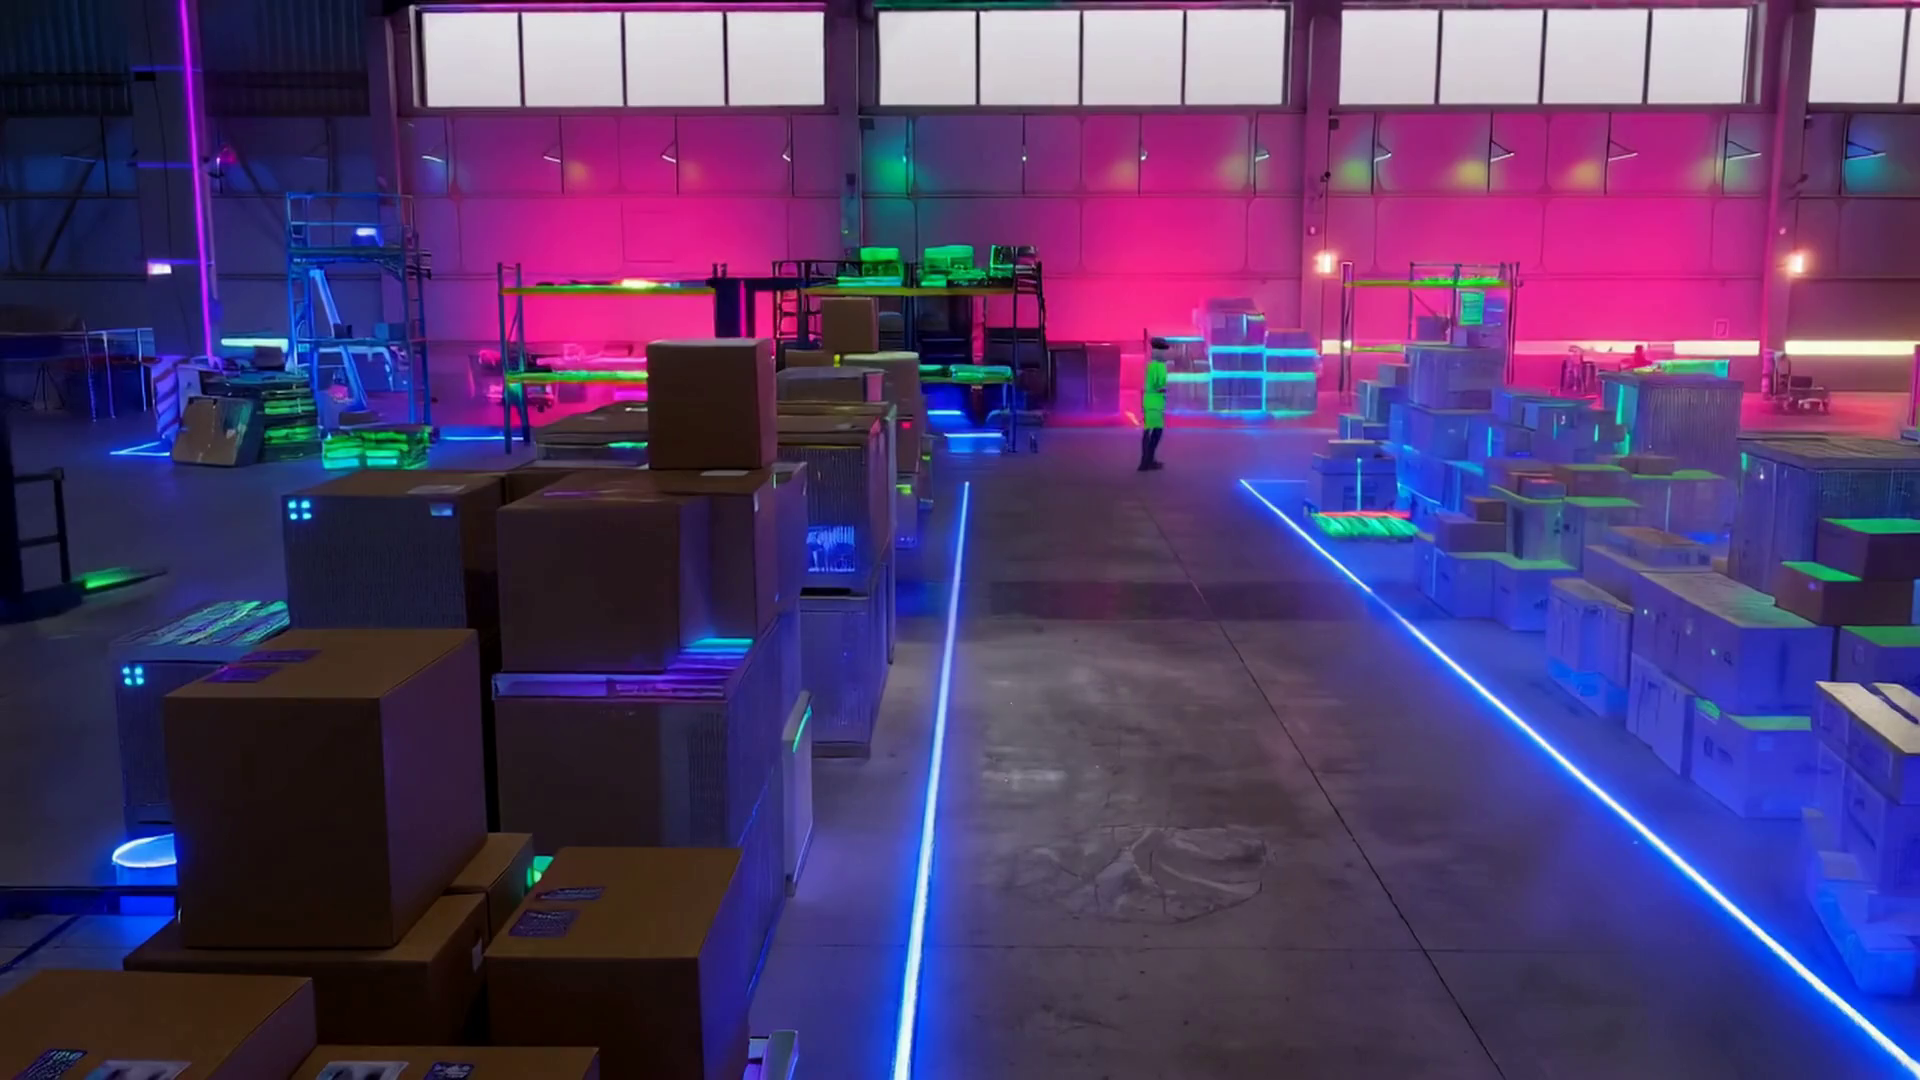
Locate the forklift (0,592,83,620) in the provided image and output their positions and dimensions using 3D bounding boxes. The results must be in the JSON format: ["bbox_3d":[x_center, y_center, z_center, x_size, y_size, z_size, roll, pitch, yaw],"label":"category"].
[{"bbox_3d":[-8.524,-0.672,13.658,1.129,2.768,1.873,4,10,20],"label":"forklift"}]

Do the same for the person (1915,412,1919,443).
[{"bbox_3d":[10.484,-0.837,17.570,0.625,1.909,0.758,-3,10,-20],"label":"person"}]

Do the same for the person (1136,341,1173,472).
[{"bbox_3d":[2.814,-1.928,24.191,0.383,1.893,0.722,5,11,29],"label":"person"}]

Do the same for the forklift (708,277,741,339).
[{"bbox_3d":[-3.325,-2.387,23.932,1.873,2.768,1.129,-1,10,-6],"label":"forklift"}]
